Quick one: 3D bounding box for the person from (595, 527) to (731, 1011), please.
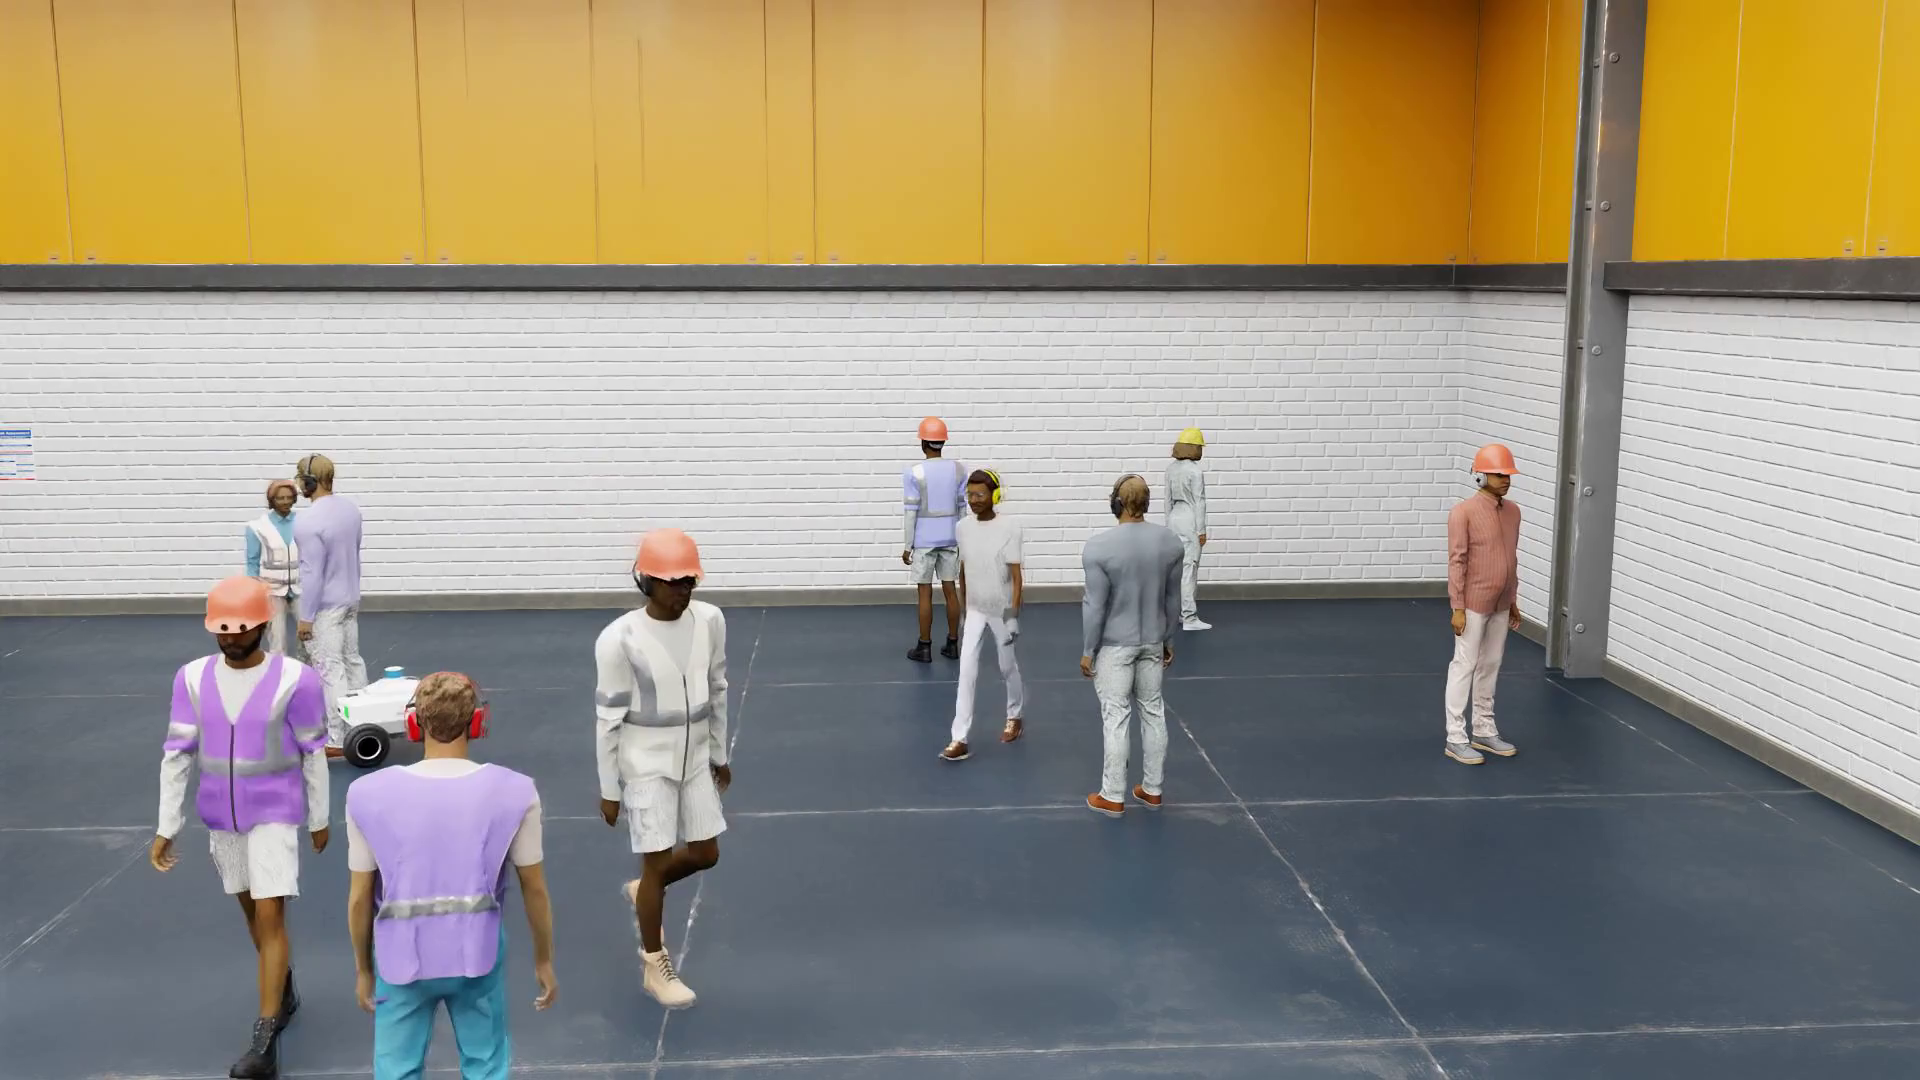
[{"bbox_3d":[-1.257,0.921,6.973,0.649,2.024,0.673,-9,12,-43],"label":"person"}]

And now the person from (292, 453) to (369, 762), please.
[{"bbox_3d":[-3.945,0.419,10.408,0.355,1.936,0.635,1,9,8],"label":"person"}]

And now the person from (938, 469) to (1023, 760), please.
[{"bbox_3d":[0.186,0.456,10.552,0.535,1.824,0.970,4,10,26],"label":"person"}]

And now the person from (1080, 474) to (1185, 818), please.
[{"bbox_3d":[0.949,0.589,9.337,0.631,1.940,0.372,-4,10,-26],"label":"person"}]

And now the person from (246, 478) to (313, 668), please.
[{"bbox_3d":[-4.733,0.373,11.684,0.529,1.631,0.391,-6,11,-33],"label":"person"}]

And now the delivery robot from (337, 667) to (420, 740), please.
[{"bbox_3d":[-3.568,1.045,10.509,0.707,0.478,0.477,-6,11,-32],"label":"delivery robot"}]

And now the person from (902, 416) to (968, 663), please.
[{"bbox_3d":[-0.207,-0.005,13.058,0.545,1.942,0.354,-4,10,-26],"label":"person"}]

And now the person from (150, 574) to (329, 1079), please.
[{"bbox_3d":[-2.761,1.083,6.357,0.559,1.892,0.924,0,9,1],"label":"person"}]

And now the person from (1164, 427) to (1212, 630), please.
[{"bbox_3d":[1.957,-0.099,14.293,0.311,1.736,0.483,-6,11,-31],"label":"person"}]

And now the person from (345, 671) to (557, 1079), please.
[{"bbox_3d":[-1.569,1.320,5.104,0.661,1.825,0.468,-3,10,-20],"label":"person"}]

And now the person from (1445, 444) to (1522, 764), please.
[{"bbox_3d":[3.287,0.389,10.414,0.611,1.995,0.375,-6,11,-34],"label":"person"}]
